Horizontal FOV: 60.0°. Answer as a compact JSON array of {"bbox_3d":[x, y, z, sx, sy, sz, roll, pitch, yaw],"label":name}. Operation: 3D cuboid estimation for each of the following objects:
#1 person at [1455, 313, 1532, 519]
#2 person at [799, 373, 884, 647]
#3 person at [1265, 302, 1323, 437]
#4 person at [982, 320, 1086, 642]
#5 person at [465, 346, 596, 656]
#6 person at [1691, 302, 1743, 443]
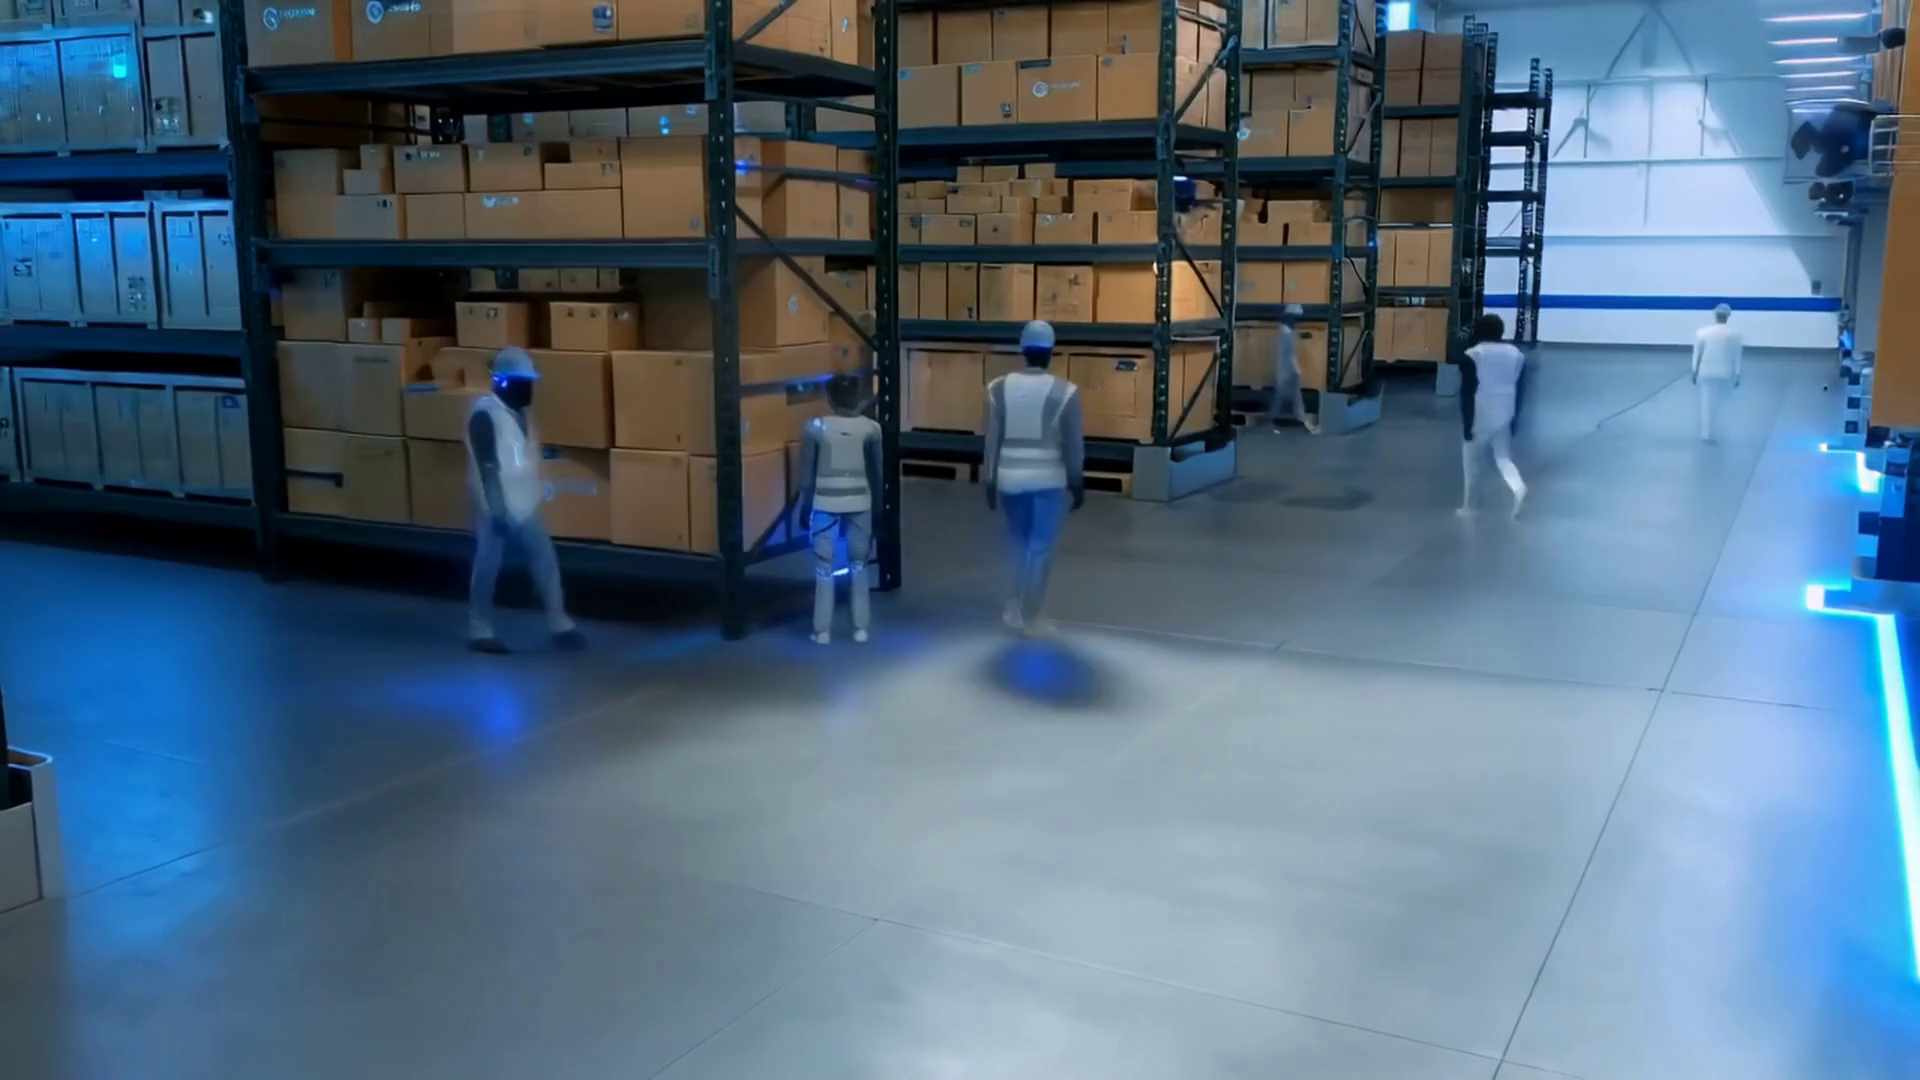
[{"bbox_3d":[4.635,-1.044,14.395,0.633,1.822,0.685,-3,10,-17],"label":"person"},{"bbox_3d":[-0.696,-0.176,9.879,0.529,1.630,0.316,-4,11,-21],"label":"person"},{"bbox_3d":[4.258,-2.141,21.032,0.842,1.706,0.503,3,10,18],"label":"person"},{"bbox_3d":[0.448,-0.356,10.067,0.600,1.929,0.515,5,11,27],"label":"person"},{"bbox_3d":[-2.508,-0.199,9.544,0.831,1.799,0.615,4,10,20],"label":"person"},{"bbox_3d":[9.368,-2.075,20.596,0.582,1.719,0.728,5,11,26],"label":"person"}]
